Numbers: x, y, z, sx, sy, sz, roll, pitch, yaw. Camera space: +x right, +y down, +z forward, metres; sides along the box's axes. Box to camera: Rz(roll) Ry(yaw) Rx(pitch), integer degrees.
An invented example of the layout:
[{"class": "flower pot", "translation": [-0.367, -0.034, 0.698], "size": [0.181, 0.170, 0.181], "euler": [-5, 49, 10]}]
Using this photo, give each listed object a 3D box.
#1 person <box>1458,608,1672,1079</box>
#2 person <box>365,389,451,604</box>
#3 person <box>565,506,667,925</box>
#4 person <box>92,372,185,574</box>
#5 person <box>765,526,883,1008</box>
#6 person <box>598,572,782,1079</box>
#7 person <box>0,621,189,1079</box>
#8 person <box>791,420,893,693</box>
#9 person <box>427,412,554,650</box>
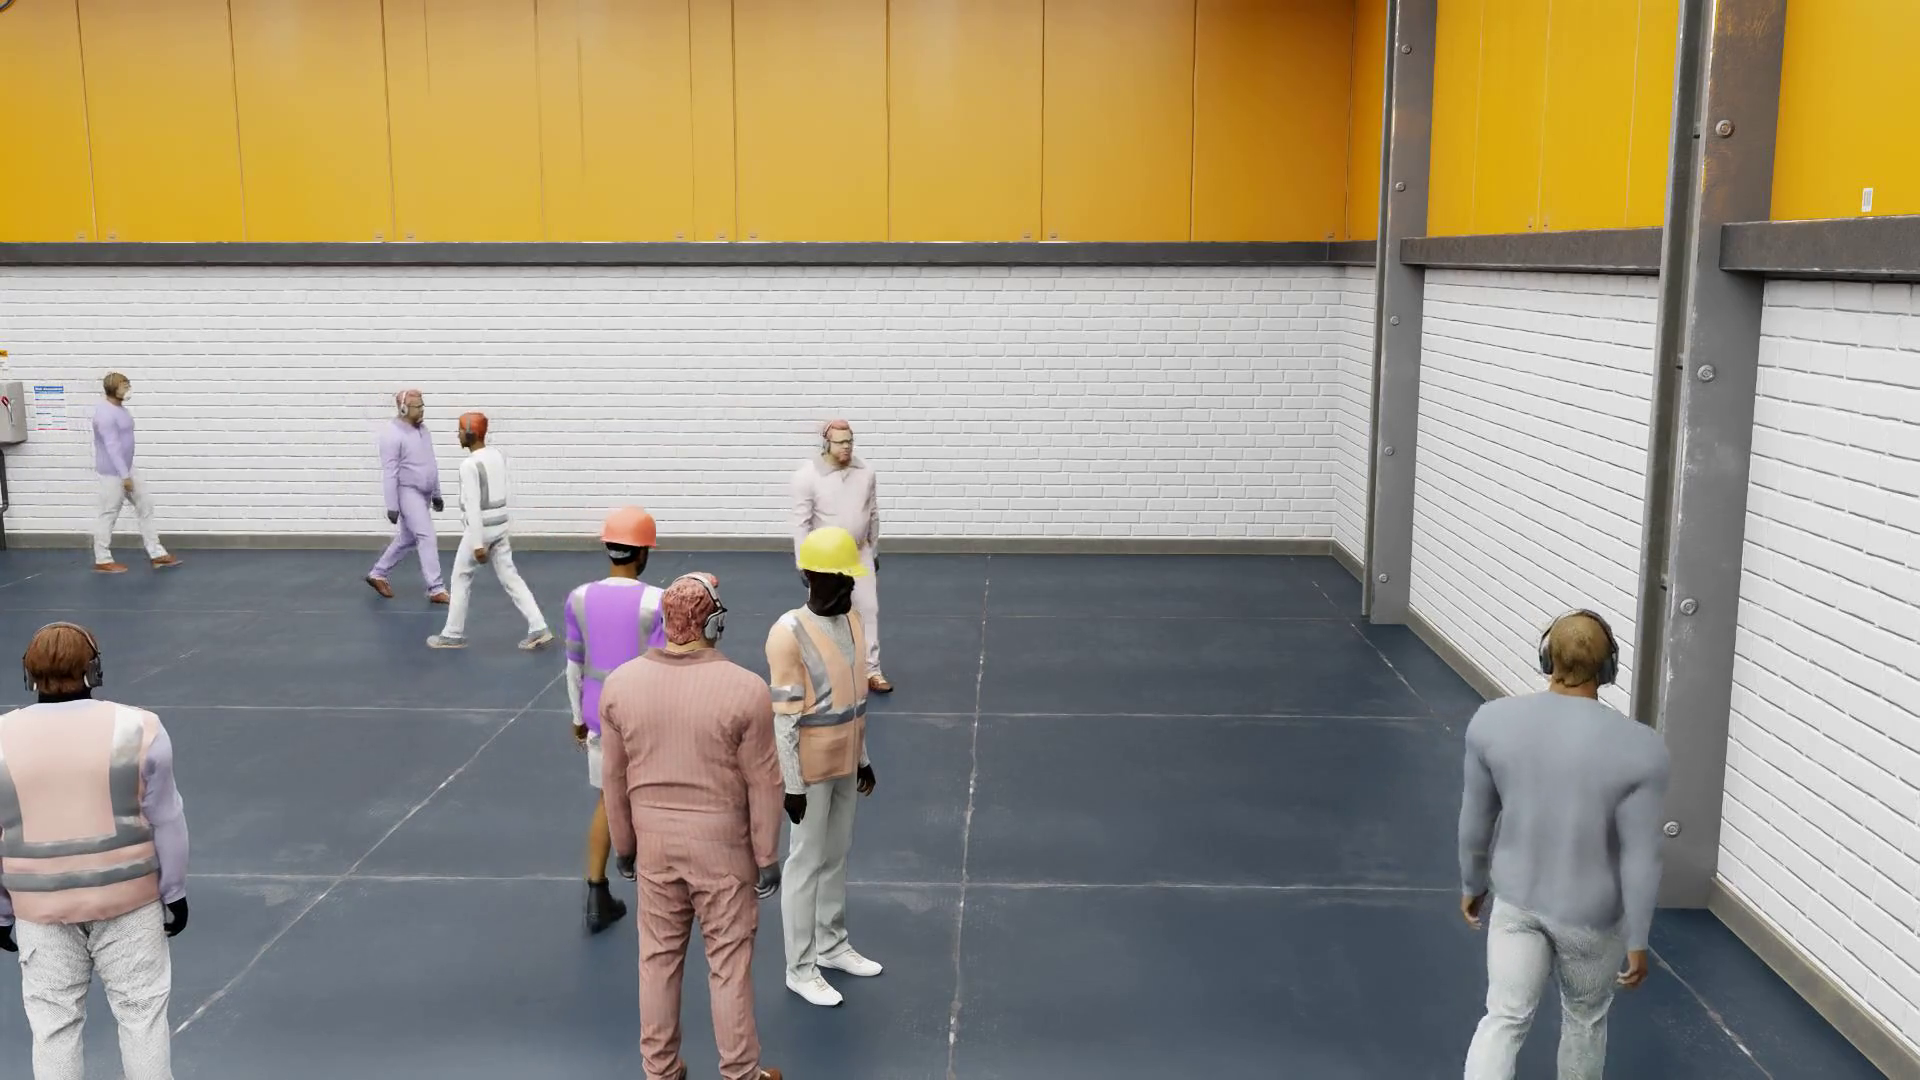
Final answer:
[{"class": "person", "translation": [1.843, 1.170, 5.234], "size": [0.647, 1.902, 0.933], "euler": [7, 12, 35]}, {"class": "person", "translation": [-4.785, -0.383, 14.407], "size": [0.931, 1.874, 0.650], "euler": [1, 10, 8]}, {"class": "person", "translation": [-1.504, 0.779, 7.568], "size": [0.584, 1.879, 0.801], "euler": [2, 10, 11]}, {"class": "person", "translation": [-7.804, -0.622, 15.680], "size": [0.888, 1.905, 0.641], "euler": [-1, 10, -6]}, {"class": "person", "translation": [-0.537, 0.893, 6.739], "size": [0.364, 1.928, 0.587], "euler": [5, 11, 27]}, {"class": "person", "translation": [-0.917, 1.057, 5.844], "size": [0.644, 1.907, 0.400], "euler": [3, 10, 15]}, {"class": "person", "translation": [-2.831, 1.166, 5.401], "size": [0.627, 1.843, 0.428], "euler": [-3, 10, -18]}, {"class": "person", "translation": [-0.781, 0.130, 11.340], "size": [0.681, 1.874, 0.830], "euler": [-5, 11, -28]}, {"class": "person", "translation": [-3.572, -0.058, 12.607], "size": [0.991, 1.839, 0.579], "euler": [3, 10, 17]}]
